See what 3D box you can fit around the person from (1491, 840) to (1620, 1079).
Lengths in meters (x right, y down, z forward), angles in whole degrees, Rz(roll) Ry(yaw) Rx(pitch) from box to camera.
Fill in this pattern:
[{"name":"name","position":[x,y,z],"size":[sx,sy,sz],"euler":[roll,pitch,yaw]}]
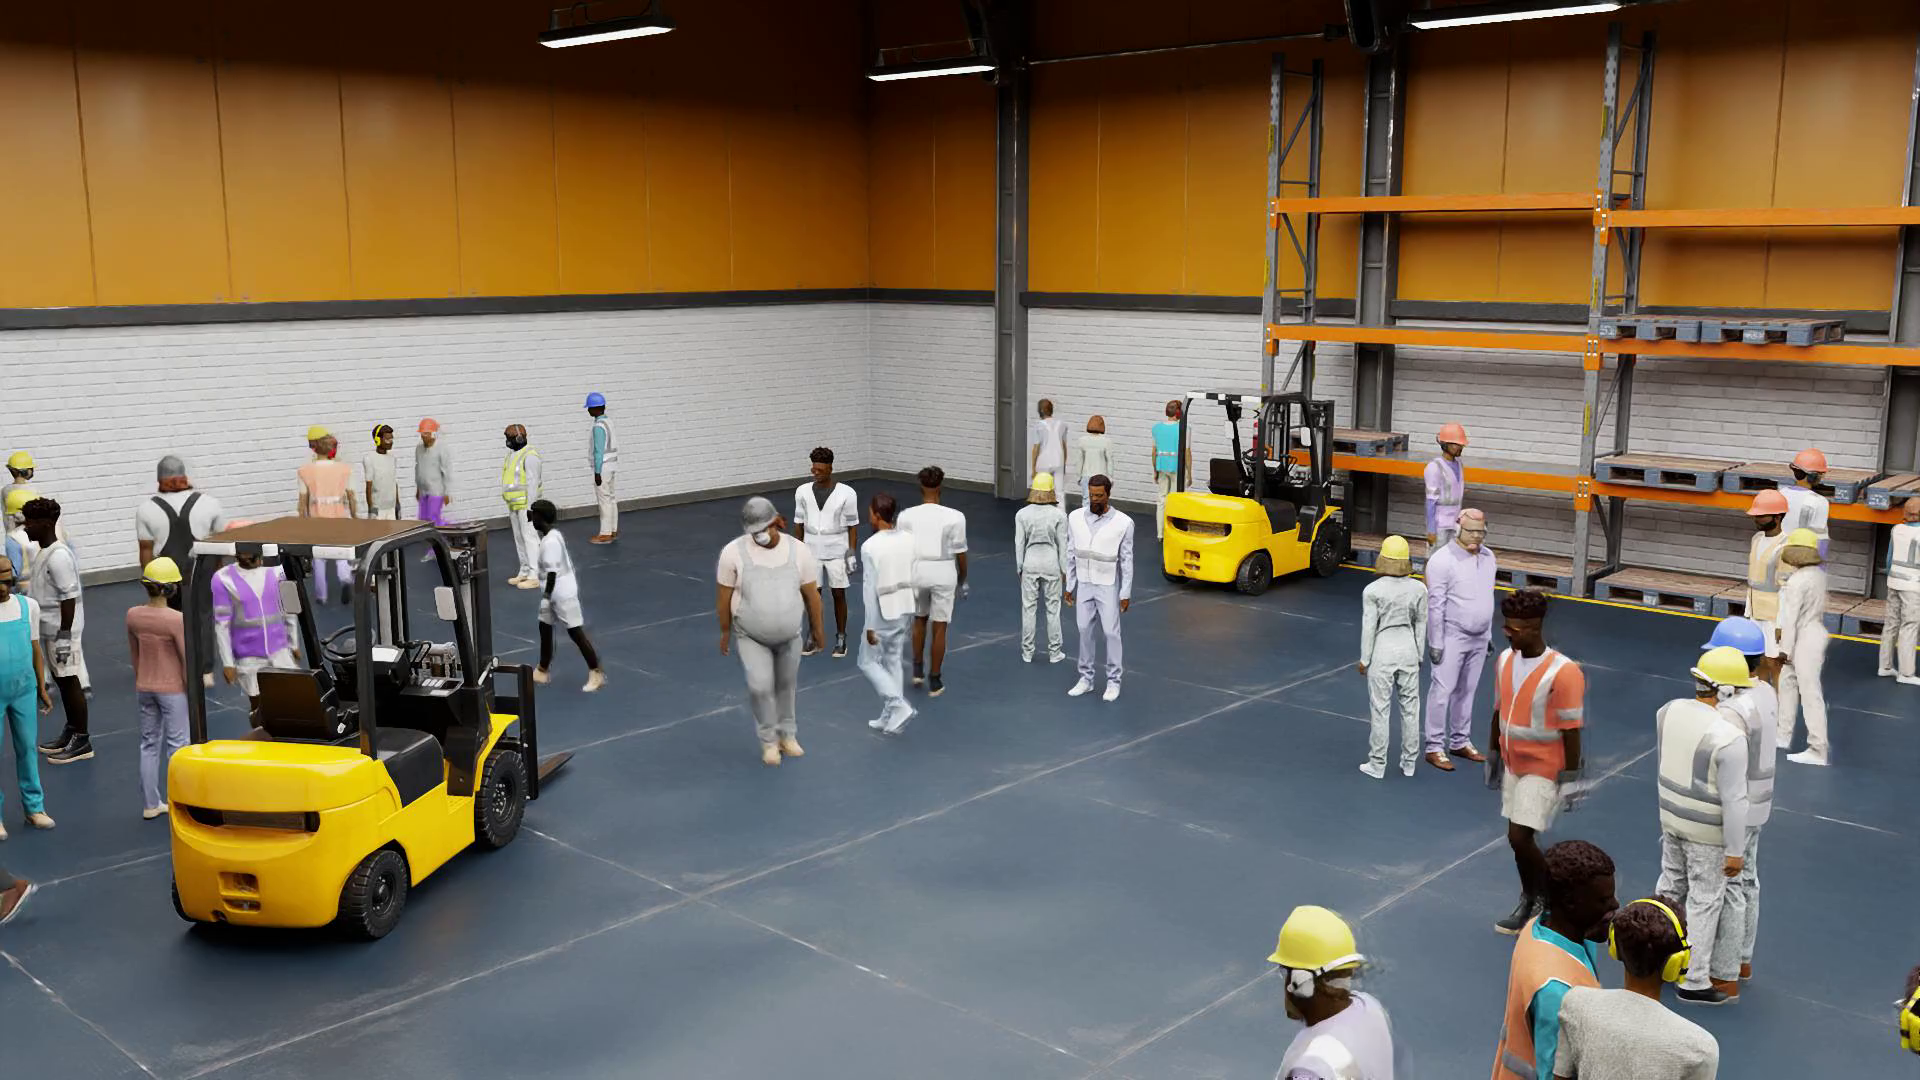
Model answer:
[{"name":"person","position":[1.902,1.883,5.368],"size":[0.382,1.918,0.596],"euler":[3,10,16]}]

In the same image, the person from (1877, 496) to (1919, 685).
[{"name":"person","position":[8.229,0.433,14.430],"size":[0.310,1.636,0.523],"euler":[-1,10,-6]}]

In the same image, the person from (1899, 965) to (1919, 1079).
[{"name":"person","position":[2.613,2.059,4.544],"size":[0.511,1.862,0.325],"euler":[-1,10,-7]}]

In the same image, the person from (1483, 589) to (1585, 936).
[{"name":"person","position":[3.088,1.224,9.047],"size":[0.429,1.941,0.633],"euler":[-3,11,-19]}]

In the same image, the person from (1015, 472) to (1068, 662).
[{"name":"person","position":[0.749,0.251,15.163],"size":[0.488,1.744,0.296],"euler":[2,10,10]}]

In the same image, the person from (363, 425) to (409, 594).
[{"name":"person","position":[-6.296,-0.336,18.188],"size":[0.322,1.860,0.519],"euler":[4,11,21]}]

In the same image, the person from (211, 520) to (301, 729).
[{"name":"person","position":[-4.963,0.770,11.785],"size":[0.598,1.889,0.488],"euler":[-9,13,-42]}]

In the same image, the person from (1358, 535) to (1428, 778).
[{"name":"person","position":[3.078,0.830,11.864],"size":[0.483,1.745,0.301],"euler":[-1,10,-8]}]

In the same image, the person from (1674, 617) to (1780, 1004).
[{"name":"person","position":[3.868,1.344,8.356],"size":[0.396,1.946,0.617],"euler":[8,13,39]}]

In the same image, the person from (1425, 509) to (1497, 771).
[{"name":"person","position":[3.665,0.712,12.088],"size":[0.644,1.903,0.399],"euler":[-6,12,-31]}]

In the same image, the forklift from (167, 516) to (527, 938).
[{"name":"forklift","position":[-3.583,0.976,9.748],"size":[1.214,2.155,2.313],"euler":[2,10,11]}]

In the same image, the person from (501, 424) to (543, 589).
[{"name":"person","position":[-4.882,-0.384,18.546],"size":[0.429,1.830,0.636],"euler":[-8,13,-37]}]

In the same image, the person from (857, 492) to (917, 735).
[{"name":"person","position":[-0.548,0.580,12.847],"size":[0.464,1.900,0.586],"euler":[8,13,40]}]

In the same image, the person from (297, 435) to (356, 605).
[{"name":"person","position":[-6.626,-0.188,17.455],"size":[0.585,1.817,0.682],"euler":[-7,12,-35]}]

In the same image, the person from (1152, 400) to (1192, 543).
[{"name":"person","position":[2.696,-0.861,21.198],"size":[0.564,1.846,0.390],"euler":[7,12,35]}]

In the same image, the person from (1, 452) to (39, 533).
[{"name":"person","position":[-9.242,0.007,16.485],"size":[0.524,1.769,0.316],"euler":[5,11,26]}]

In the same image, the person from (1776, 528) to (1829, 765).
[{"name":"person","position":[6.221,0.771,12.311],"size":[0.620,1.695,0.495],"euler":[9,13,42]}]

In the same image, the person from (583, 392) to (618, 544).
[{"name":"person","position":[-4.588,-0.922,21.295],"size":[0.416,1.939,0.605],"euler":[0,10,1]}]

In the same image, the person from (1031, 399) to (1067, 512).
[{"name":"person","position":[1.159,-0.934,21.723],"size":[0.507,1.813,0.614],"euler":[-3,11,-19]}]

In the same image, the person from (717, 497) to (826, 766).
[{"name":"person","position":[-1.350,0.634,12.132],"size":[0.770,2.000,0.645],"euler":[-4,11,-20]}]

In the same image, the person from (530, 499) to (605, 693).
[{"name":"person","position":[-3.409,0.473,14.179],"size":[0.711,1.661,0.554],"euler":[-3,11,-19]}]

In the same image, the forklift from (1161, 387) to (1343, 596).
[{"name":"forklift","position":[3.298,-0.608,18.767],"size":[1.214,2.155,2.313],"euler":[9,13,42]}]

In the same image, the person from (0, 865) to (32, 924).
[{"name":"person","position":[-5.628,1.256,9.176],"size":[0.583,1.842,0.576],"euler":[-5,11,-28]}]

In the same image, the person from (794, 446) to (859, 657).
[{"name":"person","position":[-1.242,0.109,15.335],"size":[0.614,1.963,0.362],"euler":[2,10,14]}]

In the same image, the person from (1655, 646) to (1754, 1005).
[{"name":"person","position":[3.706,1.418,8.307],"size":[0.403,1.821,0.602],"euler":[-2,10,-13]}]

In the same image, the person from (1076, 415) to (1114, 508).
[{"name":"person","position":[1.741,-0.795,21.434],"size":[0.507,1.631,0.270],"euler":[4,11,23]}]

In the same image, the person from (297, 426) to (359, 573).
[{"name":"person","position":[-7.418,-0.459,19.280],"size":[0.924,1.717,0.534],"euler":[0,10,-2]}]

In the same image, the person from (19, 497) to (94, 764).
[{"name":"person","position":[-6.646,0.653,12.234],"size":[0.361,1.964,0.614],"euler":[-7,12,-36]}]

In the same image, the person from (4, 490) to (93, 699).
[{"name":"person","position":[-7.615,0.475,13.795],"size":[0.655,1.779,0.610],"euler":[4,11,20]}]

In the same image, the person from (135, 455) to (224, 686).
[{"name":"person","position":[-6.778,0.218,14.502],"size":[0.692,2.000,1.036],"euler":[-5,11,-27]}]

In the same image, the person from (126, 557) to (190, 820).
[{"name":"person","position":[-5.207,0.987,10.932],"size":[0.527,1.764,0.334],"euler":[3,10,18]}]

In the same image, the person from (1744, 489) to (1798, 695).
[{"name":"person","position":[6.230,0.563,12.874],"size":[0.399,1.928,0.542],"euler":[-1,10,-5]}]

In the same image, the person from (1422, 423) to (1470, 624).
[{"name":"person","position":[4.873,-0.159,16.646],"size":[0.391,2.040,0.615],"euler":[9,14,42]}]

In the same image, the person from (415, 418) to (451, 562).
[{"name":"person","position":[-6.365,-0.627,20.154],"size":[0.577,1.739,0.556],"euler":[7,12,36]}]

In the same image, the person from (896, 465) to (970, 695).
[{"name":"person","position":[-0.218,0.332,14.138],"size":[0.604,1.948,0.581],"euler":[2,10,14]}]

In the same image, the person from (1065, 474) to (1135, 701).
[{"name":"person","position":[1.172,0.388,13.925],"size":[0.590,1.911,0.391],"euler":[6,12,30]}]

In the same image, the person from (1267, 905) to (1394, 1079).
[{"name":"person","position":[1.122,2.001,5.007],"size":[0.504,1.807,0.656],"euler":[6,11,29]}]

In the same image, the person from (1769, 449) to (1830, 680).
[{"name":"person","position":[7.309,0.219,14.491],"size":[0.393,2.041,0.613],"euler":[-3,11,-19]}]

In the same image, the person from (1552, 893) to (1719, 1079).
[{"name":"person","position":[2.010,1.970,5.016],"size":[0.528,1.869,0.313],"euler":[10,14,43]}]

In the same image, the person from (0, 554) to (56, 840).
[{"name":"person","position":[-6.112,0.993,10.664],"size":[0.345,1.840,0.504],"euler":[9,13,40]}]
